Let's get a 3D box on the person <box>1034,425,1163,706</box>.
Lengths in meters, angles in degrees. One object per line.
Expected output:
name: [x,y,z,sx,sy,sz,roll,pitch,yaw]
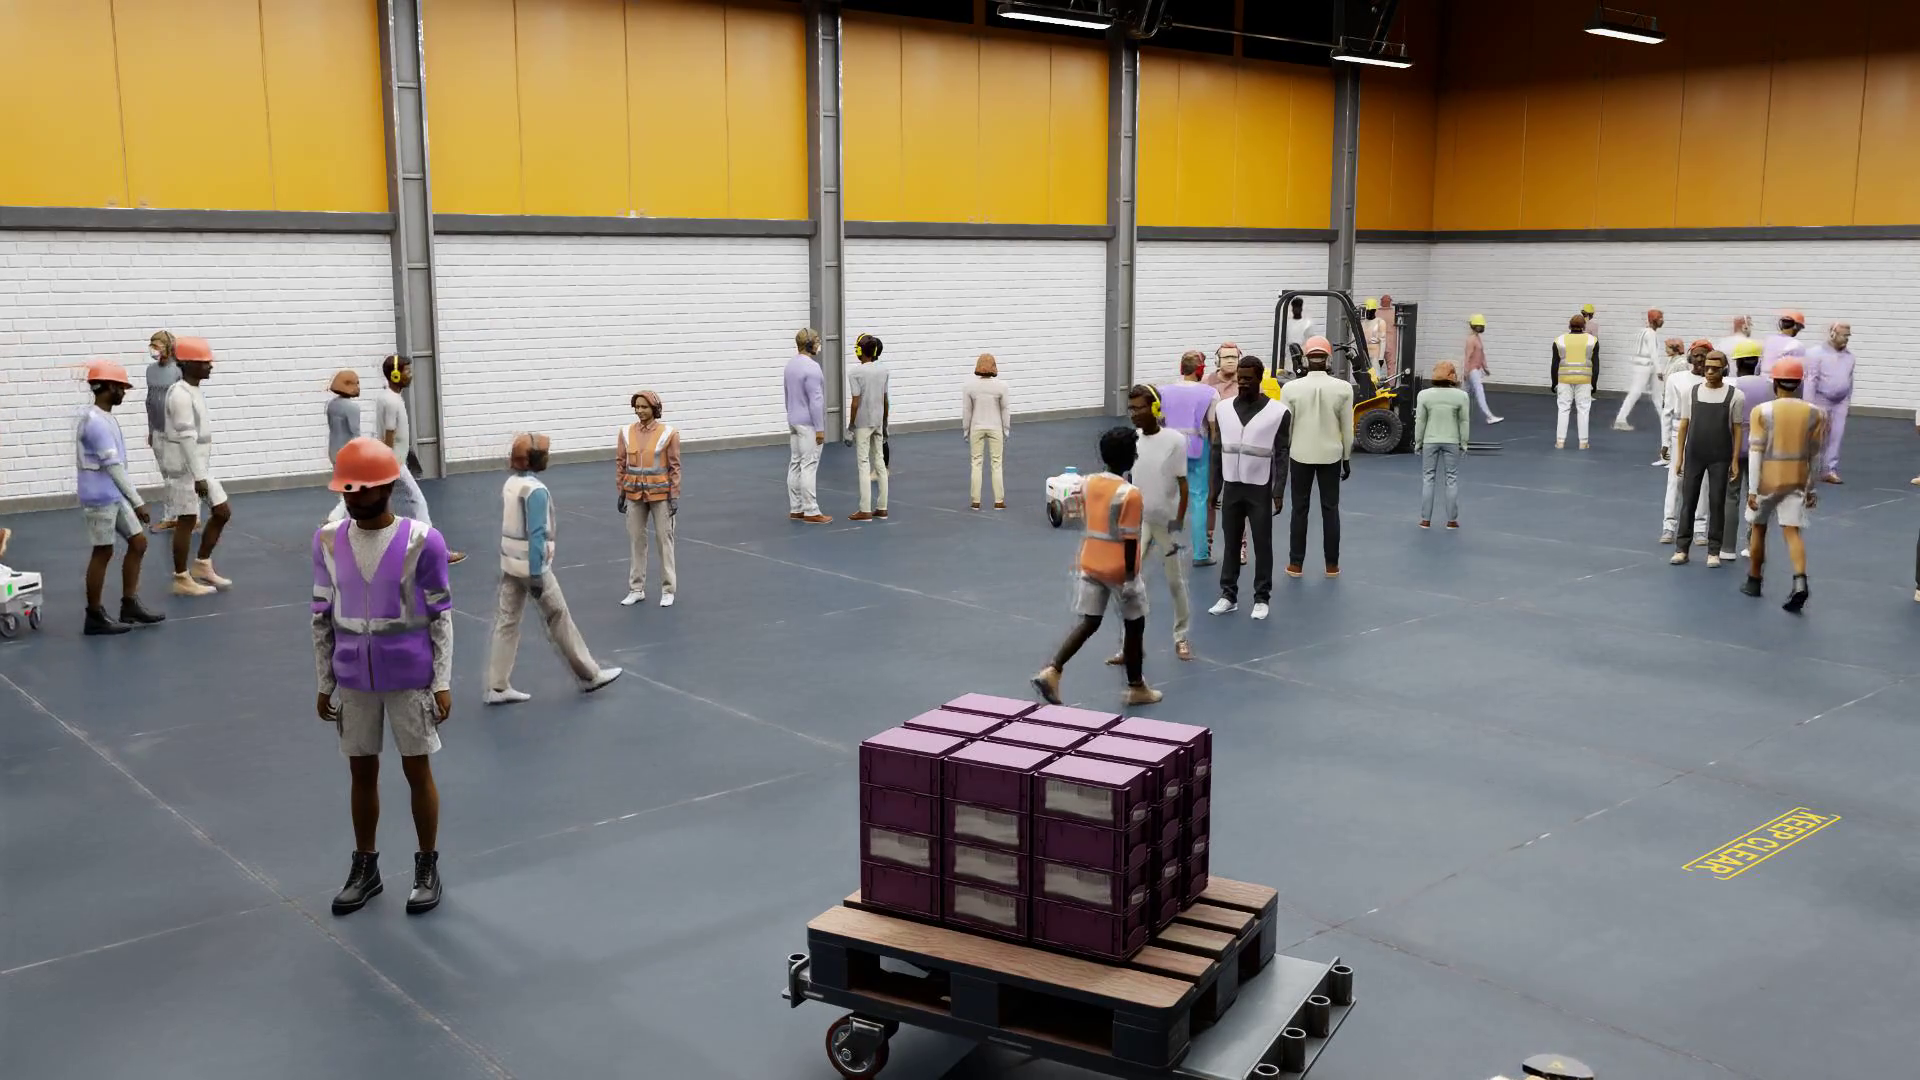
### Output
person: [0.825,0.172,9.605,0.759,1.673,0.536,-7,12,-34]

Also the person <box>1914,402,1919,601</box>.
person: [7.591,-0.513,12.542,0.682,2.000,0.538,-2,10,-13]

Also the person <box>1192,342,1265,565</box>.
person: [2.266,-0.739,14.243,0.651,1.913,0.409,2,10,14]

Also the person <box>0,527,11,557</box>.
person: [-8.431,-0.711,13.886,0.643,1.979,0.607,7,12,36]

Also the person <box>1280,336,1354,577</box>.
person: [2.917,-0.677,13.661,0.609,1.986,0.391,1,10,7]

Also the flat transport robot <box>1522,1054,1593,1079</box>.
flat transport robot: [1.474,1.763,4.394,1.431,0.197,0.652,-9,13,-41]

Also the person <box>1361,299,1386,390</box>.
person: [7.073,-3.196,28.652,0.433,1.913,0.599,-5,11,-28]

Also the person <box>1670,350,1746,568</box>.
person: [6.354,-0.686,14.126,0.507,1.847,0.351,6,12,33]

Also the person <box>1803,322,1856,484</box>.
person: [10.118,-1.614,19.447,0.653,1.880,0.640,-1,10,-7]

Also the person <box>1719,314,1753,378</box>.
person: [9.967,-1.955,21.406,0.619,1.892,0.659,0,10,-1]

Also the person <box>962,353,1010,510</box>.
person: [0.275,-1.123,17.303,0.497,1.633,0.283,1,10,6]

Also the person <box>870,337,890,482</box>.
person: [-0.993,-1.530,19.503,0.317,1.695,0.540,2,10,14]

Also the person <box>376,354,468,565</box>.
person: [-4.733,-0.650,14.008,0.972,1.823,0.527,-5,11,-25]

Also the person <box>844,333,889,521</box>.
person: [-0.928,-1.121,16.600,0.521,1.874,0.327,-9,13,-41]

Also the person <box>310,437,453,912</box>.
person: [-2.311,0.548,6.643,0.551,1.933,0.376,0,10,0]

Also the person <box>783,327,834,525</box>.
person: [-1.514,-1.120,16.394,0.372,1.940,0.627,-6,11,-31]

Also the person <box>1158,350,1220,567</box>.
person: [1.937,-0.686,14.133,0.569,1.840,0.374,6,11,30]

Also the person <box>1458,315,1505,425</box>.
person: [8.091,-2.654,26.025,0.909,1.720,0.526,5,11,26]

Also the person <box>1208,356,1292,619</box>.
person: [2.113,-0.388,12.172,0.590,1.919,0.391,6,11,30]

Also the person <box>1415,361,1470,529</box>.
person: [4.658,-0.917,16.099,0.507,1.631,0.278,3,10,17]

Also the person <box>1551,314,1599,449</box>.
person: [8.417,-2.163,22.785,0.621,1.845,0.429,4,10,20]

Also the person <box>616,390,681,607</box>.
person: [-2.346,-0.314,12.550,0.513,1.641,0.307,2,10,12]

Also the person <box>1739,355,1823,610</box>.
person: [6.223,-0.437,12.541,0.551,1.903,0.932,1,10,5]

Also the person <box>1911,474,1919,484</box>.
person: [11.276,-1.522,19.028,0.429,1.847,0.627,-5,11,-27]

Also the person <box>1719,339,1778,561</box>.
person: [6.770,-0.775,14.416,0.594,1.922,0.385,-1,10,-7]

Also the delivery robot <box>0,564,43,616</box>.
delivery robot: [-6.806,0.338,11.629,0.707,0.478,0.477,2,10,12]

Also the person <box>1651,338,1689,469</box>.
person: [8.896,-1.702,20.711,0.354,1.628,0.530,1,10,8]

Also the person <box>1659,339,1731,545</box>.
person: [6.717,-0.889,15.206,0.575,1.882,0.361,4,10,22]

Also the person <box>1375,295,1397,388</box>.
person: [8.042,-3.680,31.472,0.640,1.910,0.407,3,10,18]

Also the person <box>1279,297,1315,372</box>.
person: [5.799,-3.210,28.617,0.604,1.947,0.591,4,10,20]

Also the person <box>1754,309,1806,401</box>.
person: [9.985,-1.794,20.196,0.902,1.981,0.632,-3,10,-19]

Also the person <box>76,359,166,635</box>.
person: [-5.889,-0.296,11.610,0.609,1.914,0.567,-3,10,-17]

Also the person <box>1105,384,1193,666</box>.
person: [1.278,-0.096,10.776,0.518,1.830,0.672,7,12,37]

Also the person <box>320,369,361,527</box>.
person: [-5.616,-0.739,15.113,0.500,1.619,0.434,8,13,40]

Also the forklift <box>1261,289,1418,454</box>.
forklift: [5.034,-2.339,22.783,2.313,2.155,1.214,3,10,16]

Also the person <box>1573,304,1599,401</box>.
person: [11.420,-3.421,30.370,0.310,1.768,0.533,-7,12,-34]

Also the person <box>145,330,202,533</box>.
person: [-7.474,-1.017,15.792,0.628,1.940,0.377,5,11,27]

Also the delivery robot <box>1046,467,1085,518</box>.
delivery robot: [1.090,-0.480,16.419,0.477,0.478,0.707,-2,10,-12]

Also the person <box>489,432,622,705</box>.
person: [-2.449,0.162,9.848,0.824,1.595,0.545,-7,12,-35]

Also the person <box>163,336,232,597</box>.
person: [-5.885,-0.556,12.832,0.558,2.024,0.616,-2,10,-9]

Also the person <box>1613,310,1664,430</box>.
person: [10.422,-2.549,25.109,1.005,1.827,0.594,4,11,24]
